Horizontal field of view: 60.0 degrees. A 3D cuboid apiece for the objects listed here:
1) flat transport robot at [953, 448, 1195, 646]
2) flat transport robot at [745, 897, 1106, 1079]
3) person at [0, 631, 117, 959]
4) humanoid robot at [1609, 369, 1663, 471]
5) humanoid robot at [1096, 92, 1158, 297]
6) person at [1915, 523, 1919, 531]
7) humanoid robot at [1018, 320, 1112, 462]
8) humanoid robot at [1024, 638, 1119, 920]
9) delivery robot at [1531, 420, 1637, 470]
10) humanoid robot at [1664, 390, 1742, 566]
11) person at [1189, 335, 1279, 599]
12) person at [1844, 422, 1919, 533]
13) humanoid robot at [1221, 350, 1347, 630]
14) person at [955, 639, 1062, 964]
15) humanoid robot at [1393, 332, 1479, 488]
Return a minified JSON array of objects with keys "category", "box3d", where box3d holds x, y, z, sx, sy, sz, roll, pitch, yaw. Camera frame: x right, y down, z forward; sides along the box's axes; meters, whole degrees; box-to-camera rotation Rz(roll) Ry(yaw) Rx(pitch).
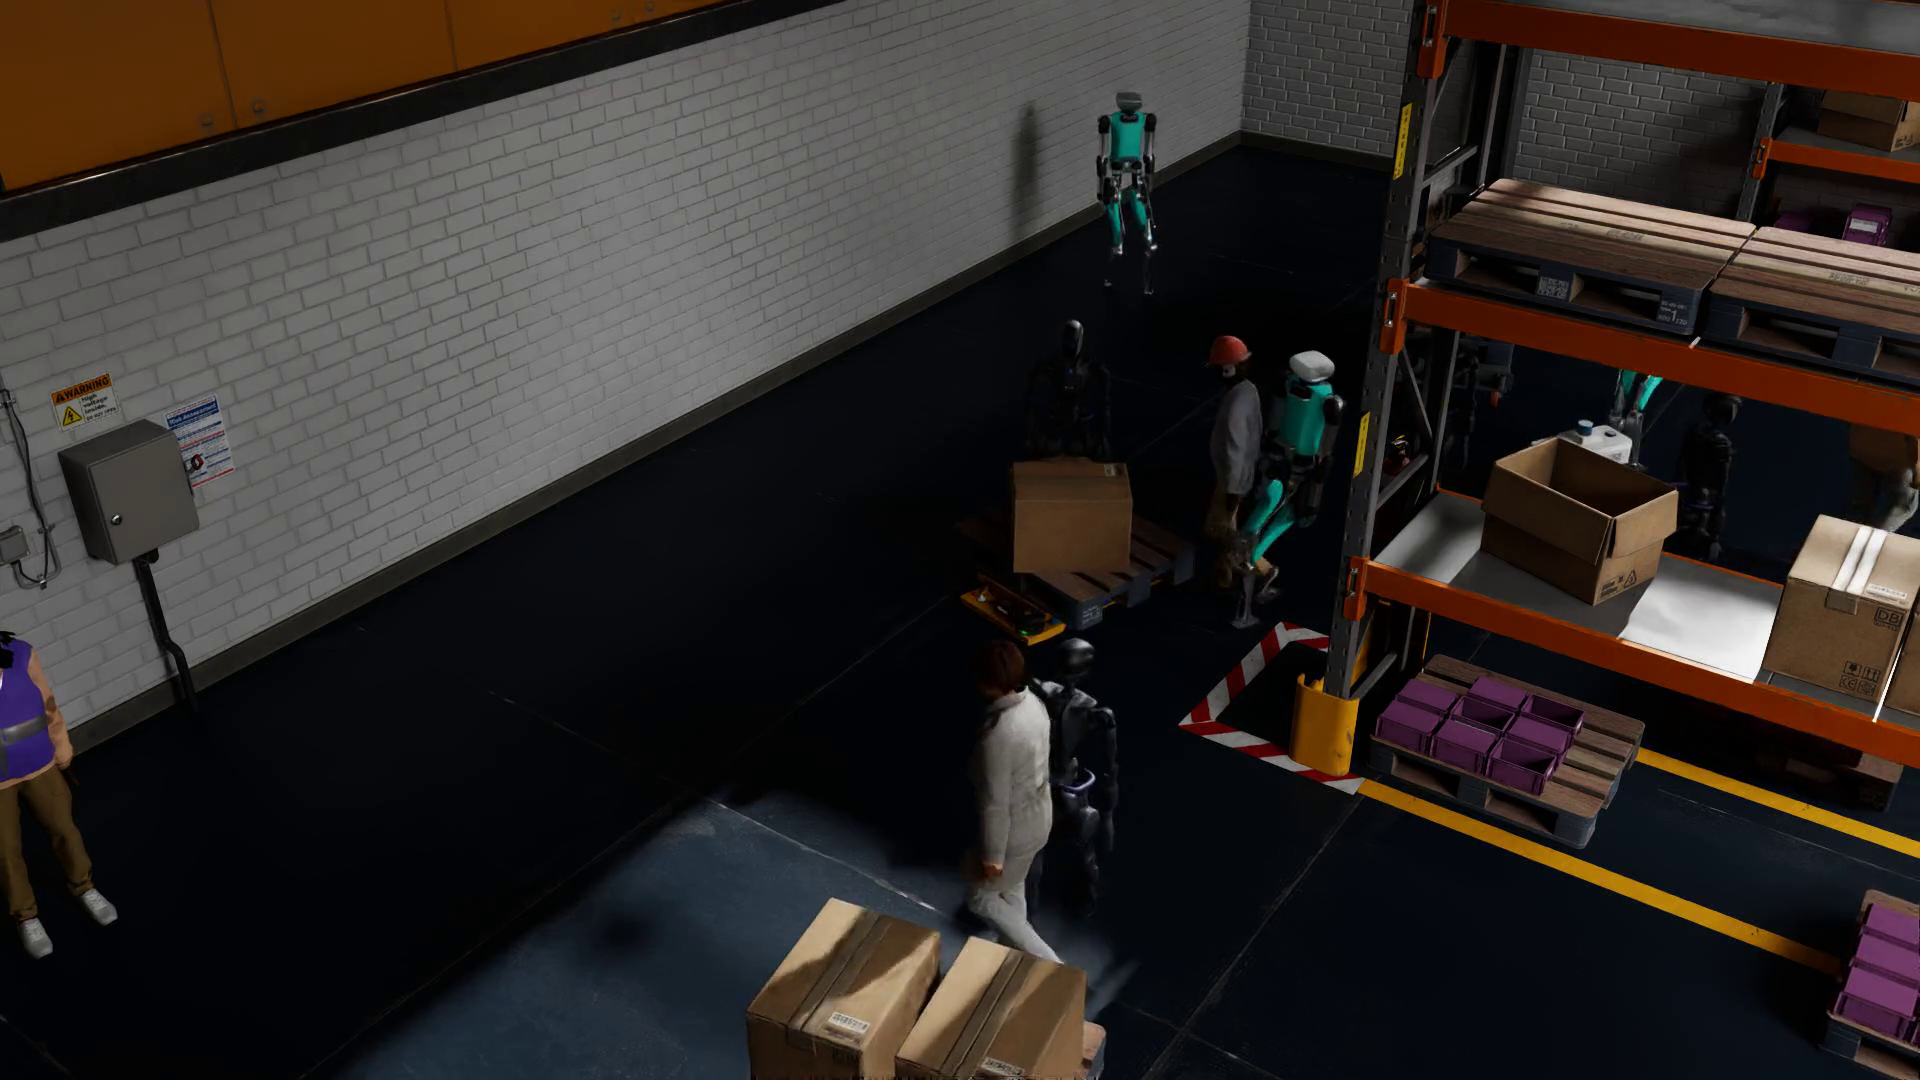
[{"category":"flat transport robot","box3d":[0.753,0.233,10.636,1.431,0.231,0.659,-23,37,-34]},{"category":"flat transport robot","box3d":[-0.141,2.408,6.862,0.659,0.231,1.431,13,32,21]},{"category":"person","box3d":[-4.335,1.038,7.589,0.528,1.924,0.427,-24,38,-35]},{"category":"humanoid robot","box3d":[4.848,-1.300,11.823,0.541,1.760,0.799,22,36,33]},{"category":"humanoid robot","box3d":[1.519,-3.007,14.834,0.530,1.809,0.802,-4,30,-7]},{"category":"person","box3d":[5.733,-0.051,9.540,0.978,1.853,0.658,-2,30,-3]},{"category":"humanoid robot","box3d":[0.689,-0.695,10.847,0.613,1.639,0.415,1,30,1]},{"category":"humanoid robot","box3d":[0.459,1.165,7.651,0.586,1.643,0.698,19,35,30]},{"category":"delivery robot","box3d":[4.369,-0.569,11.733,0.759,0.588,0.522,-13,32,-21]},{"category":"humanoid robot","box3d":[4.294,-0.121,9.869,0.403,1.652,0.602,-2,30,-3]},{"category":"person","box3d":[1.722,-0.420,10.317,0.543,1.712,0.601,7,31,13]},{"category":"person","box3d":[5.821,-0.558,10.421,0.423,1.852,0.628,-11,32,-19]},{"category":"humanoid robot","box3d":[1.816,-0.231,9.981,0.833,1.766,0.541,-20,35,-30]},{"category":"person","box3d":[0.267,1.267,7.302,0.546,1.811,0.537,13,32,21]},{"category":"humanoid robot","box3d":[3.106,-0.763,10.956,0.331,1.646,0.616,-22,37,-33]}]
